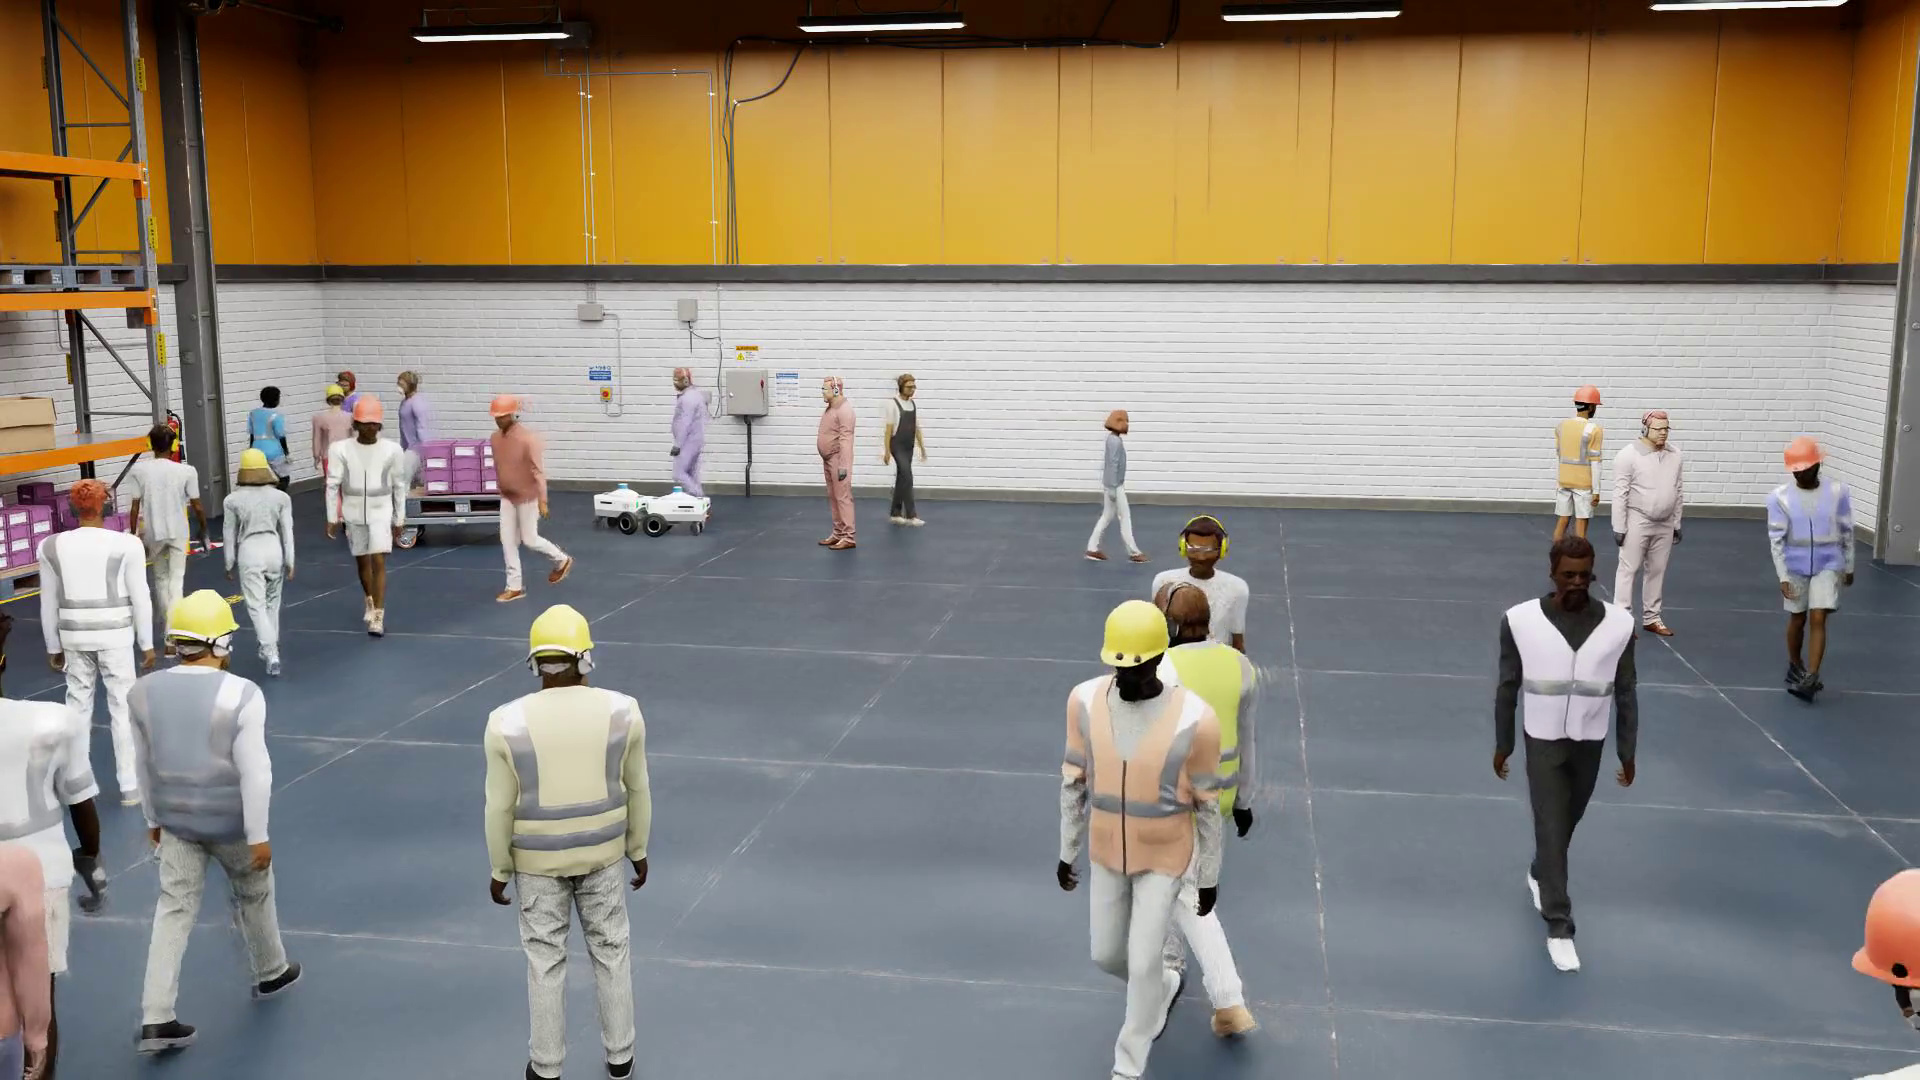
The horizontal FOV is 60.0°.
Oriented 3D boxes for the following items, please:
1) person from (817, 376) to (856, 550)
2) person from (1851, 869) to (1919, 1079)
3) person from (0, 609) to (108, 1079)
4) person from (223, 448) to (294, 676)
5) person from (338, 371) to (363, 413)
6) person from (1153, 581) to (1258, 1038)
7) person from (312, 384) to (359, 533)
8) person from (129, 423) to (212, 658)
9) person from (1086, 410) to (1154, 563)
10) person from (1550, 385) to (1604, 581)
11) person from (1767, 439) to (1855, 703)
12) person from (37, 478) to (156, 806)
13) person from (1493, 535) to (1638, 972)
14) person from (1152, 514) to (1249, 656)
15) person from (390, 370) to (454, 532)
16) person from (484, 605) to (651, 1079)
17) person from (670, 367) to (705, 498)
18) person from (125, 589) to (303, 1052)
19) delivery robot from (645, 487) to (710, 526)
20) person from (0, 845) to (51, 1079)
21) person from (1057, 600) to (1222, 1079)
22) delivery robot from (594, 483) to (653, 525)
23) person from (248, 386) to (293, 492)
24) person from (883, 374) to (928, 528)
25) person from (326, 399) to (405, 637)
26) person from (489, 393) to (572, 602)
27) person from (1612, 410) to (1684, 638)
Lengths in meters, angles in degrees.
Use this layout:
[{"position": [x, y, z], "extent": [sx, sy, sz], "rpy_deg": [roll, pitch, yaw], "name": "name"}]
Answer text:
[{"position": [-1.374, -0.850, 18.297], "extent": [0.403, 1.900, 0.647], "rpy_deg": [-4, 10, -23], "name": "person"}, {"position": [1.854, 1.583, 3.034], "extent": [0.641, 1.944, 0.592], "rpy_deg": [0, 9, 2], "name": "person"}, {"position": [-3.304, 1.164, 5.745], "extent": [0.618, 1.920, 1.004], "rpy_deg": [-4, 10, -24], "name": "person"}, {"position": [-5.303, 0.157, 12.634], "extent": [0.494, 1.710, 0.850], "rpy_deg": [-7, 11, -36], "name": "person"}, {"position": [-7.498, -1.178, 20.581], "extent": [0.385, 1.824, 0.658], "rpy_deg": [-6, 11, -34], "name": "person"}, {"position": [0.938, 1.066, 6.736], "extent": [0.638, 1.803, 0.906], "rpy_deg": [-6, 11, -34], "name": "person"}, {"position": [-7.261, -0.952, 19.431], "extent": [0.526, 1.735, 0.790], "rpy_deg": [-6, 11, -31], "name": "person"}, {"position": [-6.318, -0.021, 13.345], "extent": [0.566, 1.825, 0.924], "rpy_deg": [-2, 9, -14], "name": "person"}, {"position": [1.650, -0.561, 17.396], "extent": [0.631, 1.613, 0.520], "rpy_deg": [0, 9, -1], "name": "person"}, {"position": [6.094, -0.553, 16.353], "extent": [0.382, 1.932, 0.542], "rpy_deg": [-5, 11, -29], "name": "person"}, {"position": [6.046, 0.206, 11.844], "extent": [0.590, 1.866, 0.836], "rpy_deg": [4, 10, 24], "name": "person"}, {"position": [-4.908, 0.586, 9.471], "extent": [0.586, 1.874, 0.361], "rpy_deg": [-1, 9, -7], "name": "person"}, {"position": [2.750, 0.892, 7.572], "extent": [0.603, 1.878, 0.976], "rpy_deg": [1, 9, 4], "name": "person"}, {"position": [1.197, 0.754, 8.533], "extent": [0.554, 1.844, 0.690], "rpy_deg": [2, 9, 12], "name": "person"}, {"position": [-6.354, -1.051, 19.588], "extent": [0.985, 1.890, 0.639], "rpy_deg": [-5, 10, -27], "name": "person"}, {"position": [-1.440, 1.145, 6.126], "extent": [0.600, 1.825, 0.404], "rpy_deg": [-4, 10, -23], "name": "person"}, {"position": [-3.346, -1.179, 20.368], "extent": [0.454, 1.883, 0.660], "rpy_deg": [-1, 9, -7], "name": "person"}, {"position": [-3.006, 1.085, 6.620], "extent": [0.603, 1.792, 0.911], "rpy_deg": [1, 9, 7], "name": "person"}, {"position": [-3.251, -0.374, 19.193], "extent": [0.707, 0.478, 0.477], "rpy_deg": [0, 9, 2], "name": "delivery robot"}, {"position": [-2.948, 1.409, 4.868], "extent": [0.528, 1.706, 0.950], "rpy_deg": [-6, 11, -31], "name": "person"}, {"position": [0.674, 1.116, 6.078], "extent": [0.615, 1.901, 0.707], "rpy_deg": [5, 10, 29], "name": "person"}, {"position": [-3.937, -0.419, 19.472], "extent": [0.707, 0.478, 0.477], "rpy_deg": [5, 10, 30], "name": "delivery robot"}, {"position": [-8.340, -1.027, 20.056], "extent": [0.603, 1.669, 0.333], "rpy_deg": [4, 10, 24], "name": "person"}, {"position": [-0.587, -1.052, 19.760], "extent": [0.765, 1.819, 0.531], "rpy_deg": [7, 11, 36], "name": "person"}, {"position": [-4.998, -0.203, 14.047], "extent": [0.618, 1.986, 1.089], "rpy_deg": [-2, 9, -14], "name": "person"}, {"position": [-4.017, -0.415, 15.464], "extent": [0.621, 1.953, 0.788], "rpy_deg": [6, 11, 31], "name": "person"}, {"position": [5.725, -0.129, 13.821], "extent": [0.644, 1.903, 0.401], "rpy_deg": [-3, 10, -16], "name": "person"}]
